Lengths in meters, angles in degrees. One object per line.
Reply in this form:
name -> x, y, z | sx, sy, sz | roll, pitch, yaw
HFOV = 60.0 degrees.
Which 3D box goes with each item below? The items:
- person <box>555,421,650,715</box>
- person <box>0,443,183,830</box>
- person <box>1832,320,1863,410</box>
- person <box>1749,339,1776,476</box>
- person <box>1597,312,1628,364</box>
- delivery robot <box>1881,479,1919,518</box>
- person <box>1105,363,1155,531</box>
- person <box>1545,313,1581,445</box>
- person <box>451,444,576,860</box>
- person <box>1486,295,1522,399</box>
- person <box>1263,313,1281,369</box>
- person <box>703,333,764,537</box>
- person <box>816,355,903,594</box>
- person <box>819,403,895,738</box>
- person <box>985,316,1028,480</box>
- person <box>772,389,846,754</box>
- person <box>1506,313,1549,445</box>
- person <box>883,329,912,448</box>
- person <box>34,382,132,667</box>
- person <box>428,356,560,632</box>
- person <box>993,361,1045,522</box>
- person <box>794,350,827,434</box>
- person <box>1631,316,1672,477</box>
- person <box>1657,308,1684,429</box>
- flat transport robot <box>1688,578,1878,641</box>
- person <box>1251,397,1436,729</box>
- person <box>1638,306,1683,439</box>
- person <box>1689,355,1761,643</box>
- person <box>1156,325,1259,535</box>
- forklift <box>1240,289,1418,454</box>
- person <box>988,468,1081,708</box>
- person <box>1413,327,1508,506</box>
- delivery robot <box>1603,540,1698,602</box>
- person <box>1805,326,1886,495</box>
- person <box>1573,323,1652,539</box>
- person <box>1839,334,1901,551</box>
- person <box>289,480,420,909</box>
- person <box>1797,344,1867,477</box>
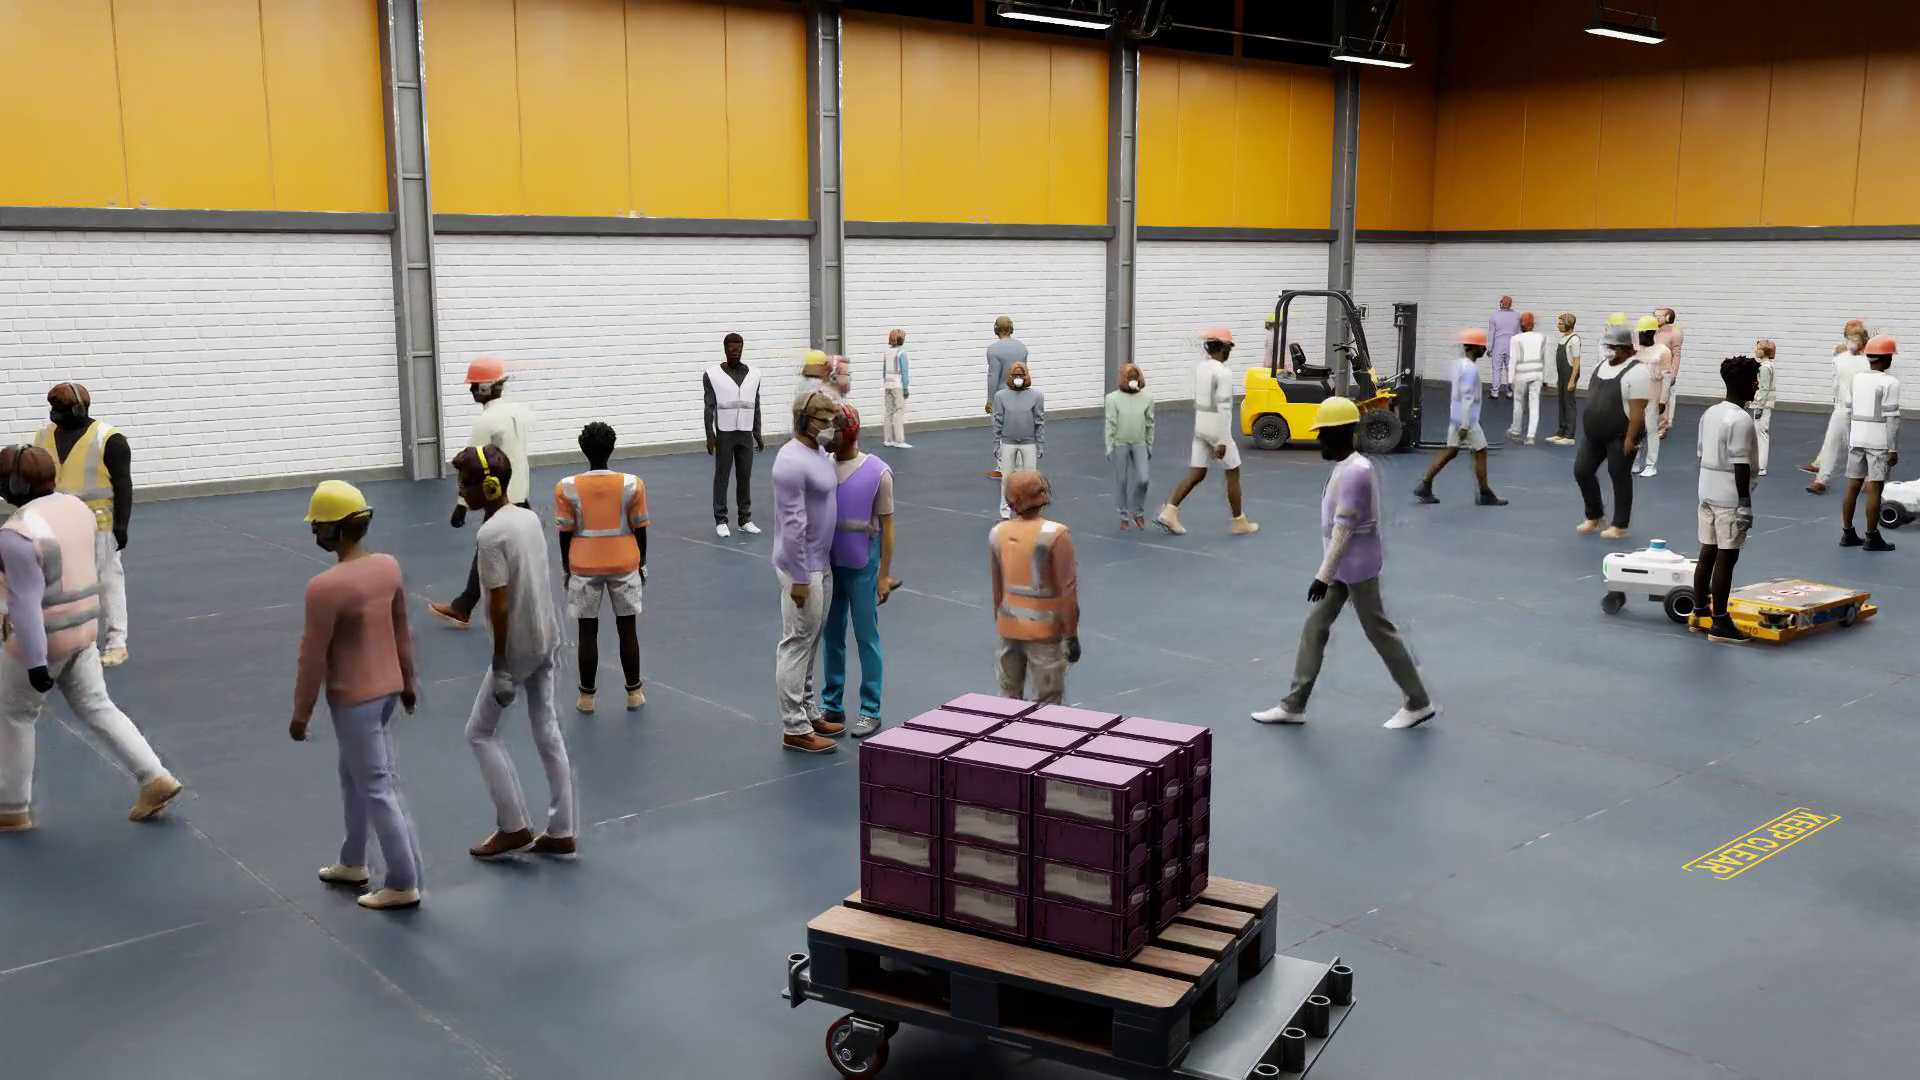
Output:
person -> -2.050, 0.164, 9.583 | 0.535, 1.699, 0.318 | -2, 10, -13
person -> -4.101, 0.449, 7.615 | 0.893, 1.810, 0.624 | 1, 10, 5
person -> 11.408, -1.888, 21.235 | 0.579, 1.836, 1.031 | 9, 13, 42
person -> 9.633, -1.589, 19.999 | 0.306, 1.645, 0.522 | 4, 11, 24
person -> 9.437, -2.378, 24.077 | 0.404, 1.827, 0.600 | 9, 13, 43
delivery robot -> 9.318, -0.417, 16.051 | 0.707, 0.478, 0.477 | 9, 14, 44
person -> 1.629, -0.878, 15.917 | 0.505, 1.616, 0.434 | -1, 10, -6
person -> 8.490, -2.249, 23.288 | 0.351, 1.843, 0.506 | 0, 10, -1
person -> -1.940, 0.490, 7.235 | 0.571, 1.839, 0.559 | 3, 10, 19
person -> 10.022, -3.542, 30.653 | 0.647, 1.913, 0.409 | 0, 10, -3
person -> 5.096, -2.845, 27.135 | 0.893, 1.720, 0.535 | 4, 11, 23
person -> -2.146, -1.001, 15.757 | 0.597, 1.917, 0.383 | -7, 12, -34
person -> -0.892, -0.494, 12.918 | 0.933, 1.864, 0.664 | -1, 10, -8
person -> -0.612, 0.159, 9.186 | 0.569, 1.840, 0.374 | 6, 11, 31
person -> 0.539, -1.677, 19.663 | 0.630, 1.935, 0.366 | -9, 13, -44
person -> -0.812, 0.161, 8.911 | 0.370, 1.934, 0.627 | 1, 10, 8
person -> 7.986, -2.274, 23.447 | 0.618, 1.830, 0.950 | 0, 10, -3
person -> -0.877, -2.079, 22.887 | 0.310, 1.638, 0.523 | -7, 12, -36
person -> -5.631, -0.092, 10.674 | 0.624, 1.840, 0.430 | 1, 10, 6
person -> -3.267, -0.295, 11.535 | 1.022, 1.936, 0.630 | 1, 10, 6
person -> 0.570, -0.917, 16.125 | 0.502, 1.627, 0.277 | 1, 10, 6
person -> -1.471, -1.085, 16.910 | 0.923, 1.690, 0.493 | -6, 11, -31
person -> 8.198, -1.717, 19.923 | 0.372, 1.925, 0.596 | -5, 11, -28
person -> 10.782, -2.625, 25.488 | 0.619, 1.845, 0.430 | -8, 12, -38
flat transport robot -> 5.905, 0.481, 11.898 | 1.431, 0.197, 0.652 | -7, 12, -37
person -> 2.201, 0.141, 9.260 | 1.016, 1.876, 0.587 | 0, 10, 1
person -> 10.059, -2.415, 24.057 | 0.407, 1.913, 0.641 | -9, 13, -42
person -> 5.281, -0.288, 11.440 | 0.366, 1.967, 0.603 | 0, 10, 0
person -> 2.332, -1.020, 15.683 | 0.955, 2.008, 0.601 | -5, 11, -26
forklift -> 5.034, -2.339, 22.783 | 2.313, 2.155, 1.214 | 3, 10, 16
person -> 0.334, 0.470, 8.051 | 0.319, 1.622, 0.598 | -9, 13, -41
person -> 5.302, -1.301, 17.596 | 0.957, 1.906, 0.555 | 0, 10, 3
delivery robot -> 5.101, 0.241, 12.196 | 0.707, 0.478, 0.477 | 5, 11, 29
person -> 9.884, -1.425, 18.380 | 1.038, 1.876, 0.632 | -5, 11, -27
person -> 6.076, -1.023, 15.528 | 0.555, 2.000, 0.699 | -4, 11, -23
person -> 8.201, -0.873, 14.945 | 0.350, 1.942, 0.543 | -3, 10, -19
person -> -2.497, 0.627, 6.702 | 0.709, 1.741, 0.541 | 3, 10, 16
person -> 10.467, -1.535, 19.803 | 0.827, 1.585, 0.510 | 3, 10, 16
